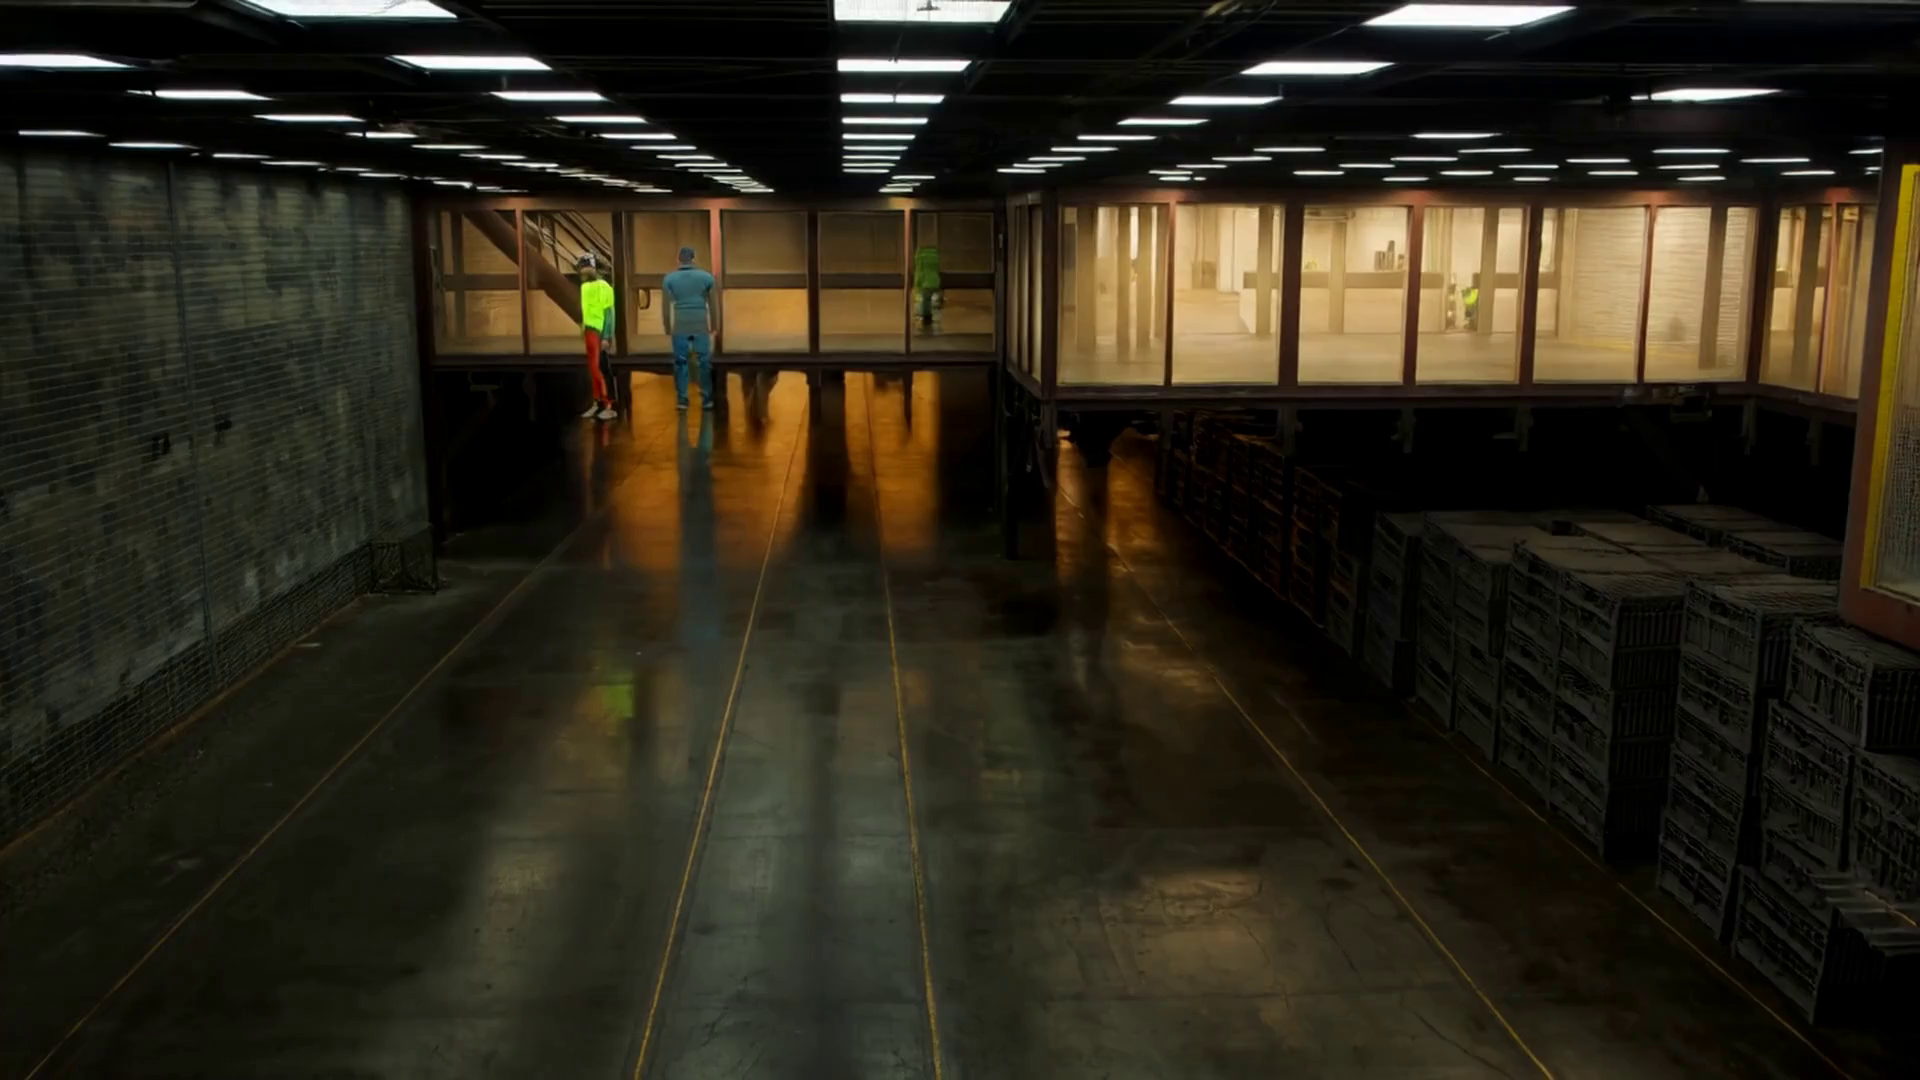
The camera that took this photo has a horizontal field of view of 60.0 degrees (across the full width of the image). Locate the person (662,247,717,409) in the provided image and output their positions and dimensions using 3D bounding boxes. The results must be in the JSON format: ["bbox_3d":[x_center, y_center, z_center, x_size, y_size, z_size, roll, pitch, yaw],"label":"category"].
[{"bbox_3d":[-3.180,-2.487,19.614,0.636,1.903,0.405,-2,11,-10],"label":"person"}]

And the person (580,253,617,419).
[{"bbox_3d":[-4.077,-2.277,18.617,0.507,1.861,0.327,9,14,39],"label":"person"}]
